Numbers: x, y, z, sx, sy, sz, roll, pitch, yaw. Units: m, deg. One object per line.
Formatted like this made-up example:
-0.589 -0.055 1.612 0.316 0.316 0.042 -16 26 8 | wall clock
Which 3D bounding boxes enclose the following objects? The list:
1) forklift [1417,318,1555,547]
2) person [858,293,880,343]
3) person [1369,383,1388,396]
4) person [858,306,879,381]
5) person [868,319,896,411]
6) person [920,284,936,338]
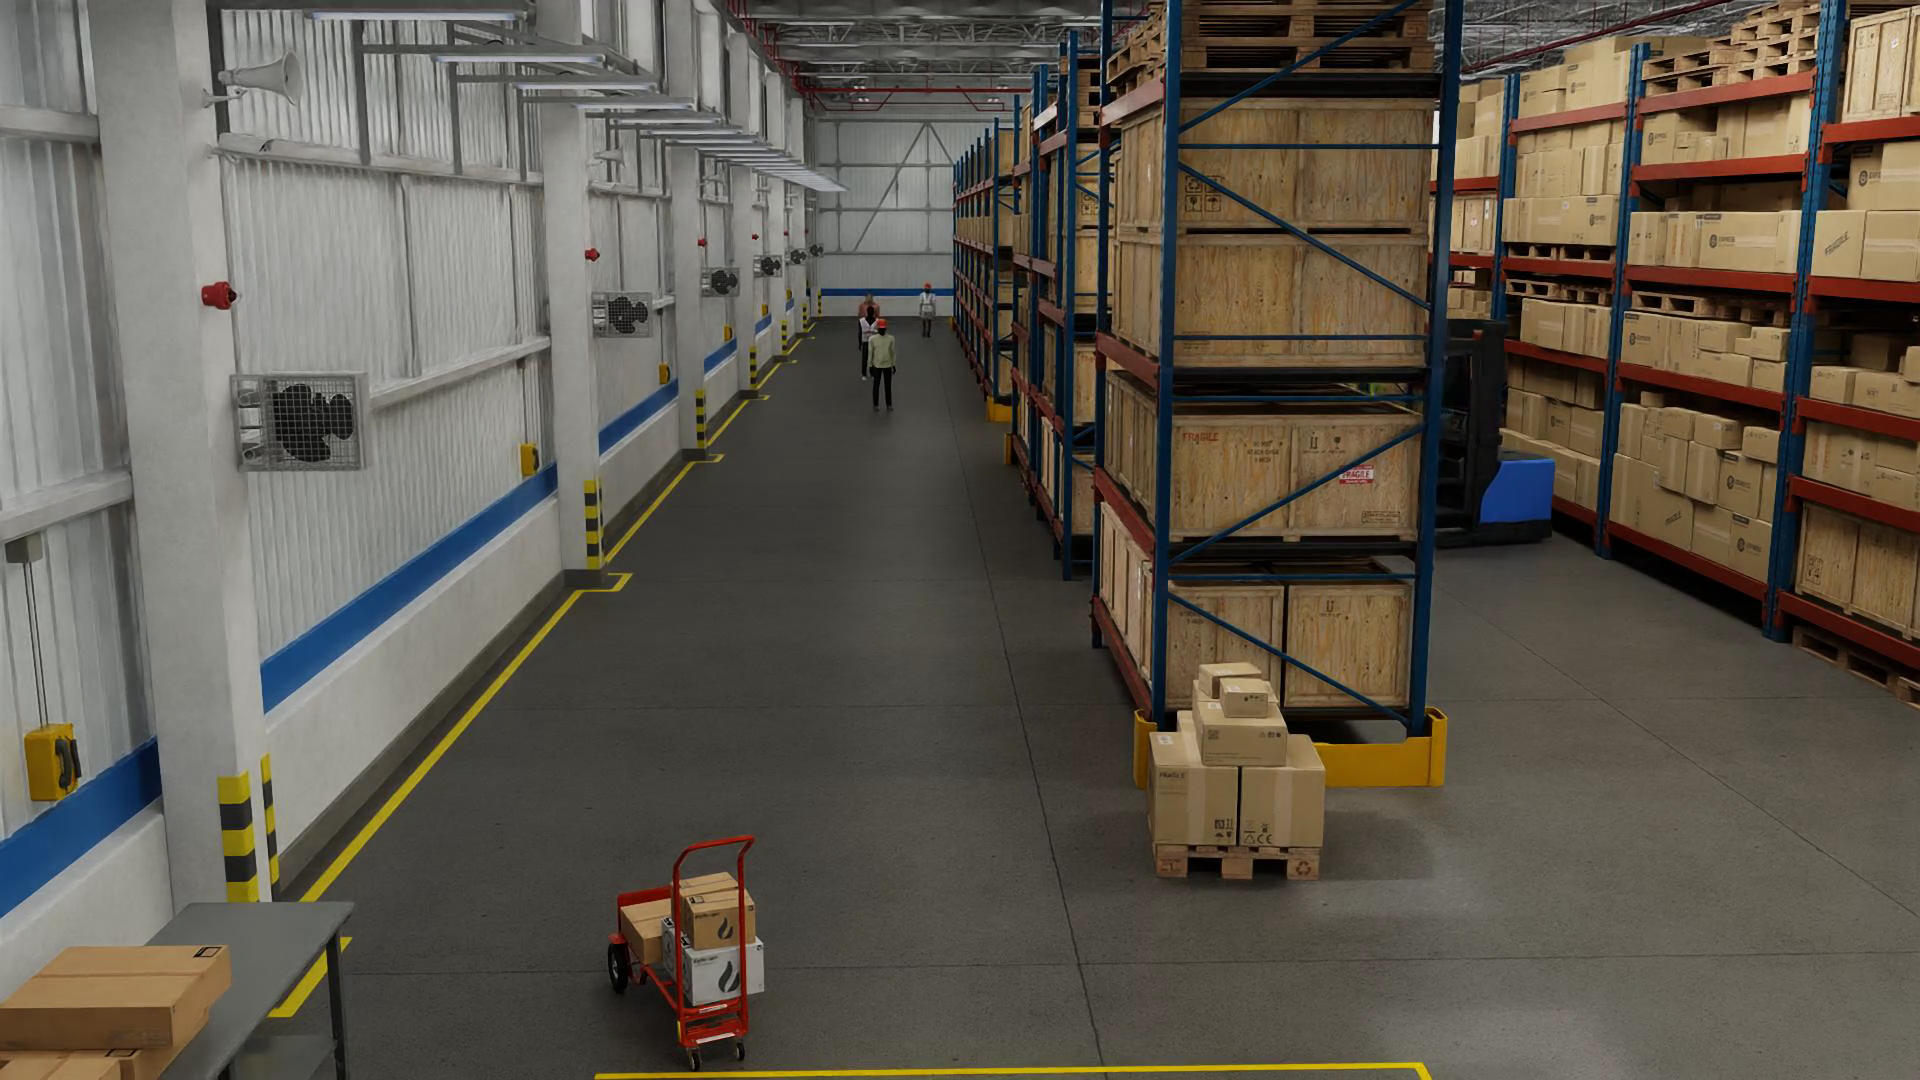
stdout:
6.516 -1.399 21.126 1.873 2.768 1.129 -3 11 -13 | forklift
-2.781 -6.550 50.544 0.679 1.868 0.905 0 11 2 | person
7.186 -2.281 28.841 0.566 1.676 0.539 -1 11 -5 | person
-2.307 -5.039 42.622 0.598 1.906 0.413 -2 11 -8 | person
-1.668 -3.756 35.726 0.613 1.989 0.403 -3 11 -16 | person
-1.135 -7.971 57.910 0.573 1.881 0.994 1 11 5 | person
